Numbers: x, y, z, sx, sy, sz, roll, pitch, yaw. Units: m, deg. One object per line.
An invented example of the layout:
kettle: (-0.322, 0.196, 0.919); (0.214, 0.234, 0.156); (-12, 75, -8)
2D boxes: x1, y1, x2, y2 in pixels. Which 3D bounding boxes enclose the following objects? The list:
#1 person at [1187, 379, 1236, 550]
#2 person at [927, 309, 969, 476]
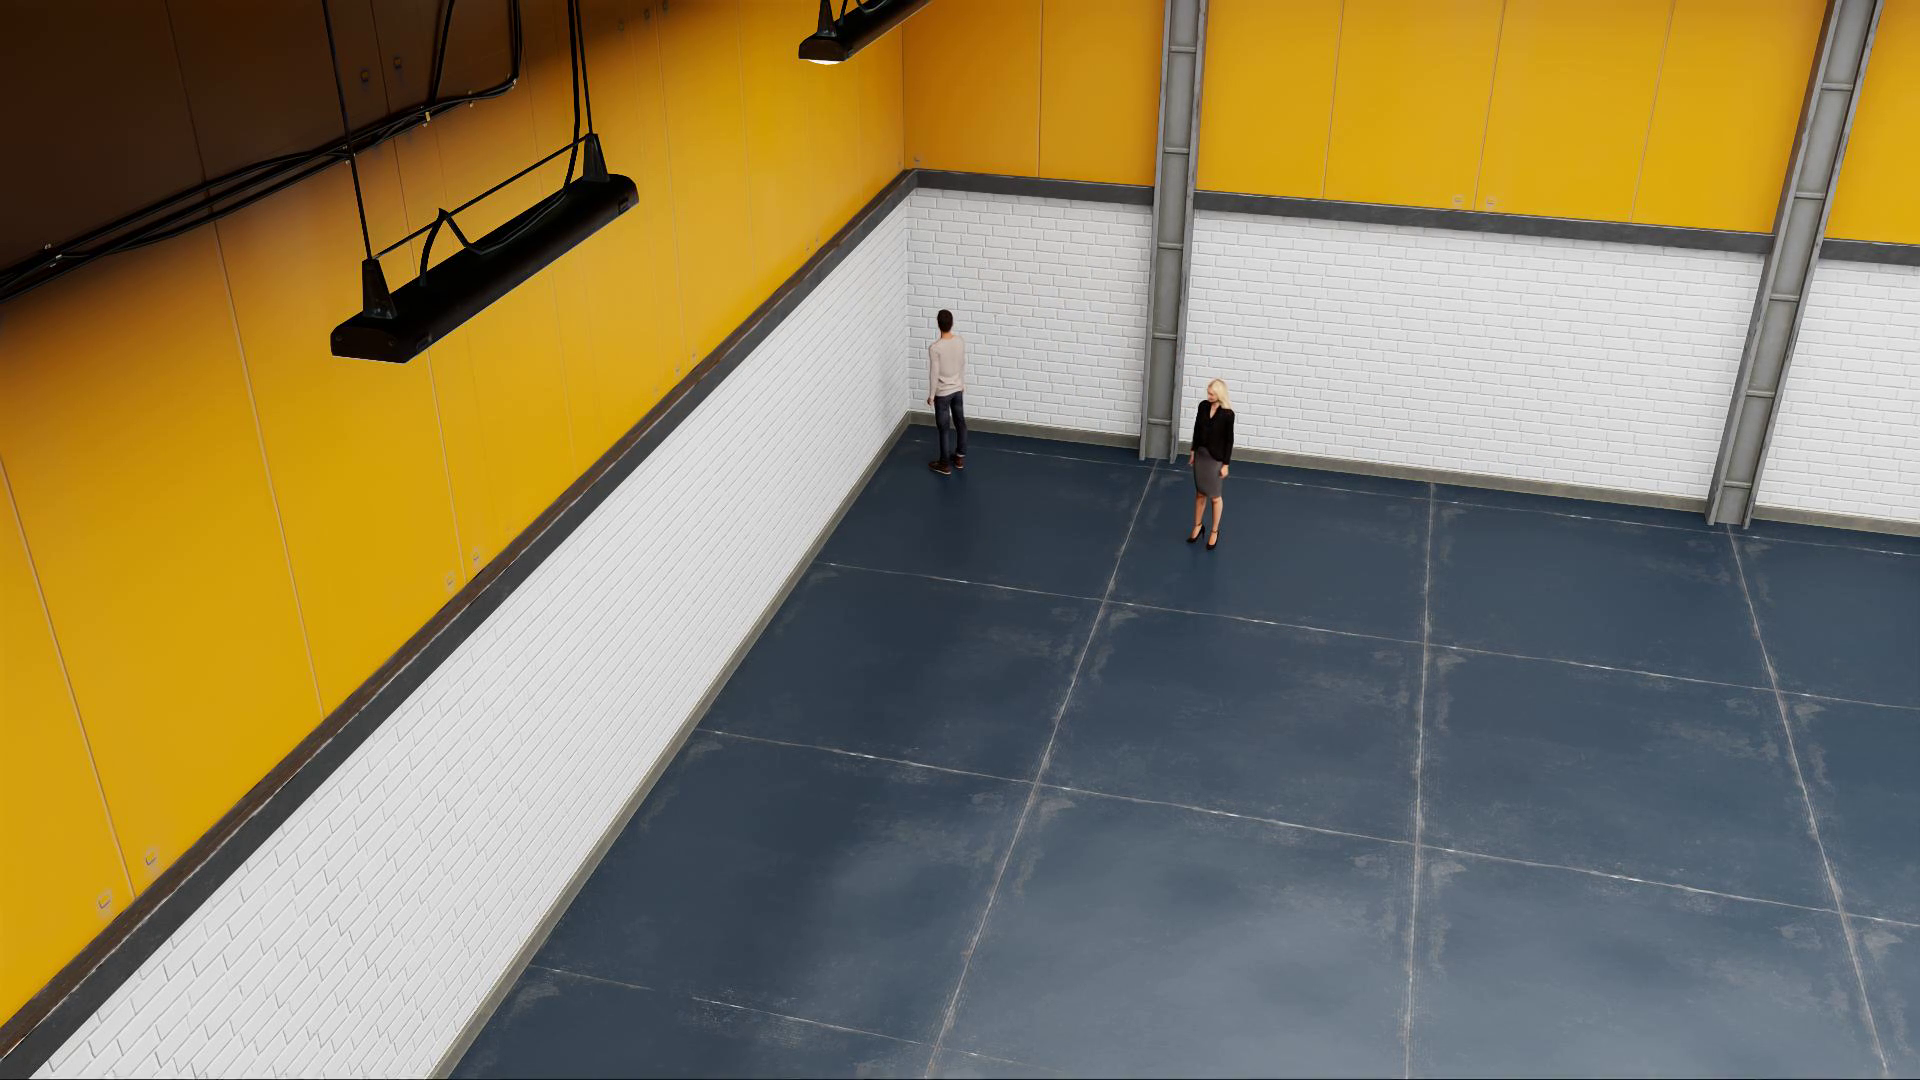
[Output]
person: (2.496, -0.766, 16.546); (0.633, 1.841, 0.751); (23, 36, 36)
person: (-0.127, -1.612, 18.071); (0.743, 1.866, 0.768); (-22, 35, -34)
